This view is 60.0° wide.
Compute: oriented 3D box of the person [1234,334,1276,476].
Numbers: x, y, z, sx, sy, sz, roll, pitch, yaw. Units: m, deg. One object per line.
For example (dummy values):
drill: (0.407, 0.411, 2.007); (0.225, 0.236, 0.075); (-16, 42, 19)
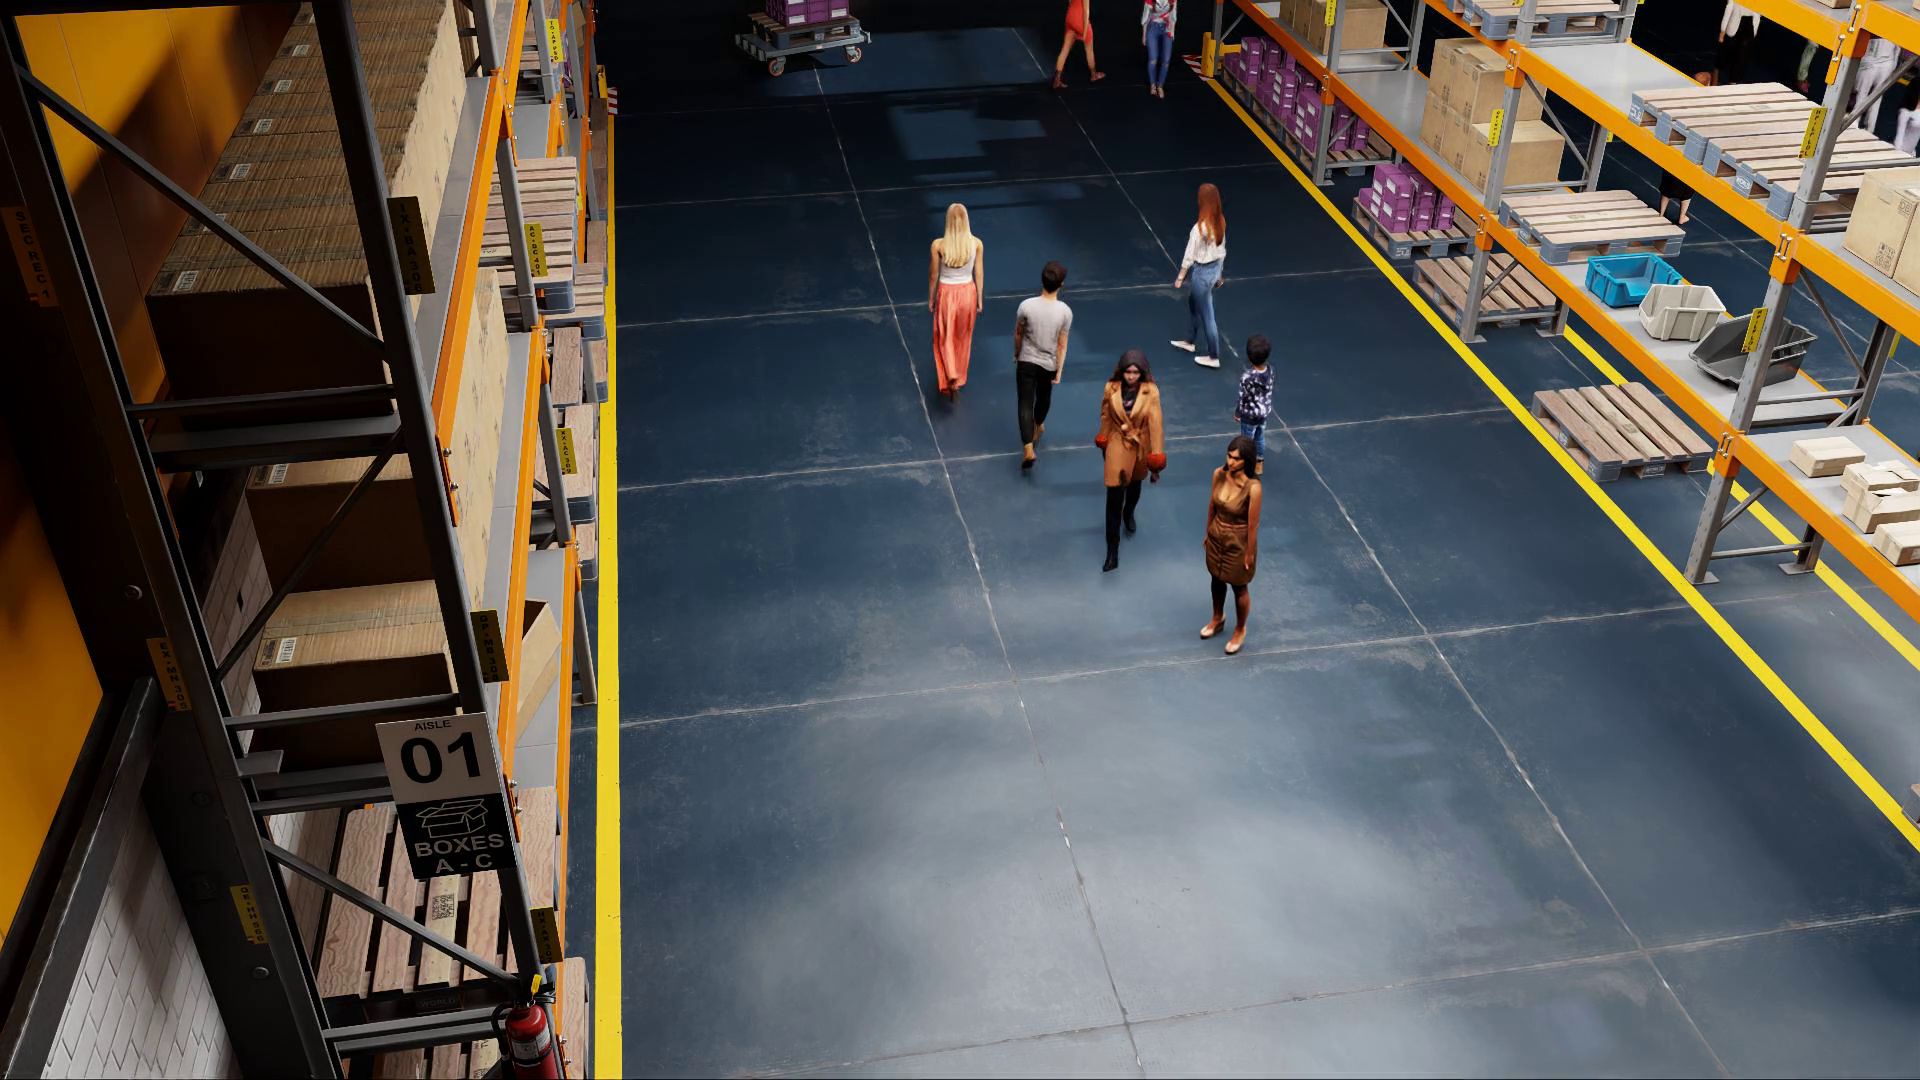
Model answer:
person: (2.362, -1.070, 13.330); (0.554, 1.250, 0.568); (-18, 38, -25)

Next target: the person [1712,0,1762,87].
person: (9.654, -6.302, 20.690); (0.884, 1.815, 1.261); (4, 34, 7)

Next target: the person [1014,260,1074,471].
person: (0.629, -1.377, 13.407); (0.787, 1.676, 1.175); (-1, 34, -2)

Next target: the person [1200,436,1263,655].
person: (1.846, 0.025, 11.291); (0.700, 1.684, 0.601); (-26, 42, -33)

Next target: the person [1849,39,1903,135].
person: (10.770, -5.524, 19.563); (0.649, 1.768, 0.621); (5, 34, 8)

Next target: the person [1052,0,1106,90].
person: (1.430, -6.547, 21.187); (1.060, 1.673, 1.130); (-27, 42, -34)

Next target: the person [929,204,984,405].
person: (-0.032, -1.975, 14.212); (0.695, 1.781, 1.045); (-2, 34, -2)

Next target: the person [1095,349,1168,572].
person: (1.260, -0.677, 12.356); (1.019, 1.674, 1.293); (5, 34, 7)

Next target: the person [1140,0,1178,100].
person: (2.516, -6.462, 21.130); (0.676, 1.596, 0.737); (0, 34, 0)

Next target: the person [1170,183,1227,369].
person: (2.258, -2.310, 14.780); (0.920, 1.709, 0.846); (23, 40, 30)

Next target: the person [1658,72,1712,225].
person: (7.704, -4.160, 17.641); (0.681, 1.624, 0.725); (15, 37, 22)

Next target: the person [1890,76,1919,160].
person: (9.624, -3.964, 17.283); (0.949, 1.693, 1.250); (-21, 39, -28)
